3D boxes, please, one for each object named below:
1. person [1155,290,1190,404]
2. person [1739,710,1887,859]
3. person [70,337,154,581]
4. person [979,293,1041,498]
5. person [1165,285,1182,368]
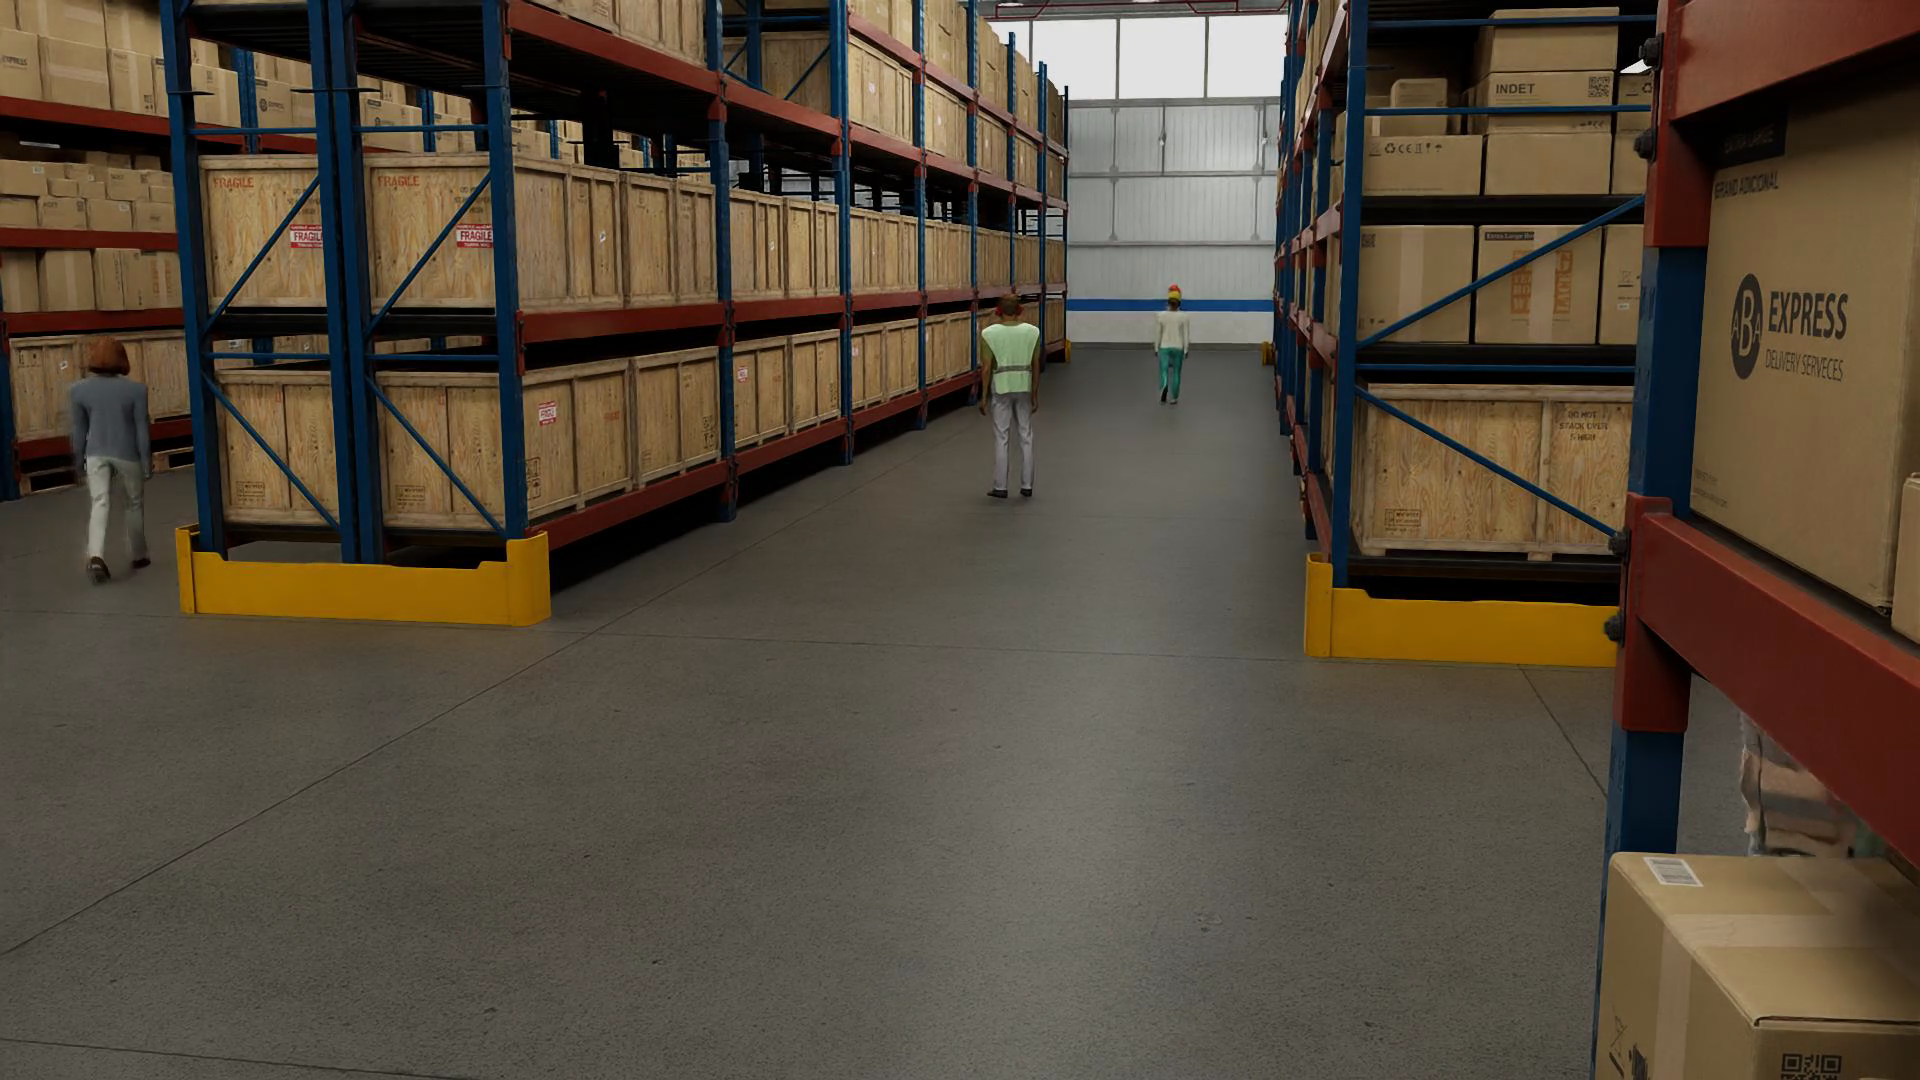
[{"bbox_3d":[3.241,-2.937,25.395,0.535,1.746,0.533,2,9,11],"label":"person"},{"bbox_3d":[1.906,0.645,3.600,0.635,1.621,0.523,0,9,1],"label":"person"},{"bbox_3d":[-5.623,-0.544,11.022,0.508,1.599,0.803,-2,9,-11],"label":"person"},{"bbox_3d":[0.453,-1.288,14.902,0.563,1.837,0.394,-3,10,-18],"label":"person"},{"bbox_3d":[4.534,-4.532,35.317,0.359,1.744,0.584,2,9,12],"label":"person"}]
